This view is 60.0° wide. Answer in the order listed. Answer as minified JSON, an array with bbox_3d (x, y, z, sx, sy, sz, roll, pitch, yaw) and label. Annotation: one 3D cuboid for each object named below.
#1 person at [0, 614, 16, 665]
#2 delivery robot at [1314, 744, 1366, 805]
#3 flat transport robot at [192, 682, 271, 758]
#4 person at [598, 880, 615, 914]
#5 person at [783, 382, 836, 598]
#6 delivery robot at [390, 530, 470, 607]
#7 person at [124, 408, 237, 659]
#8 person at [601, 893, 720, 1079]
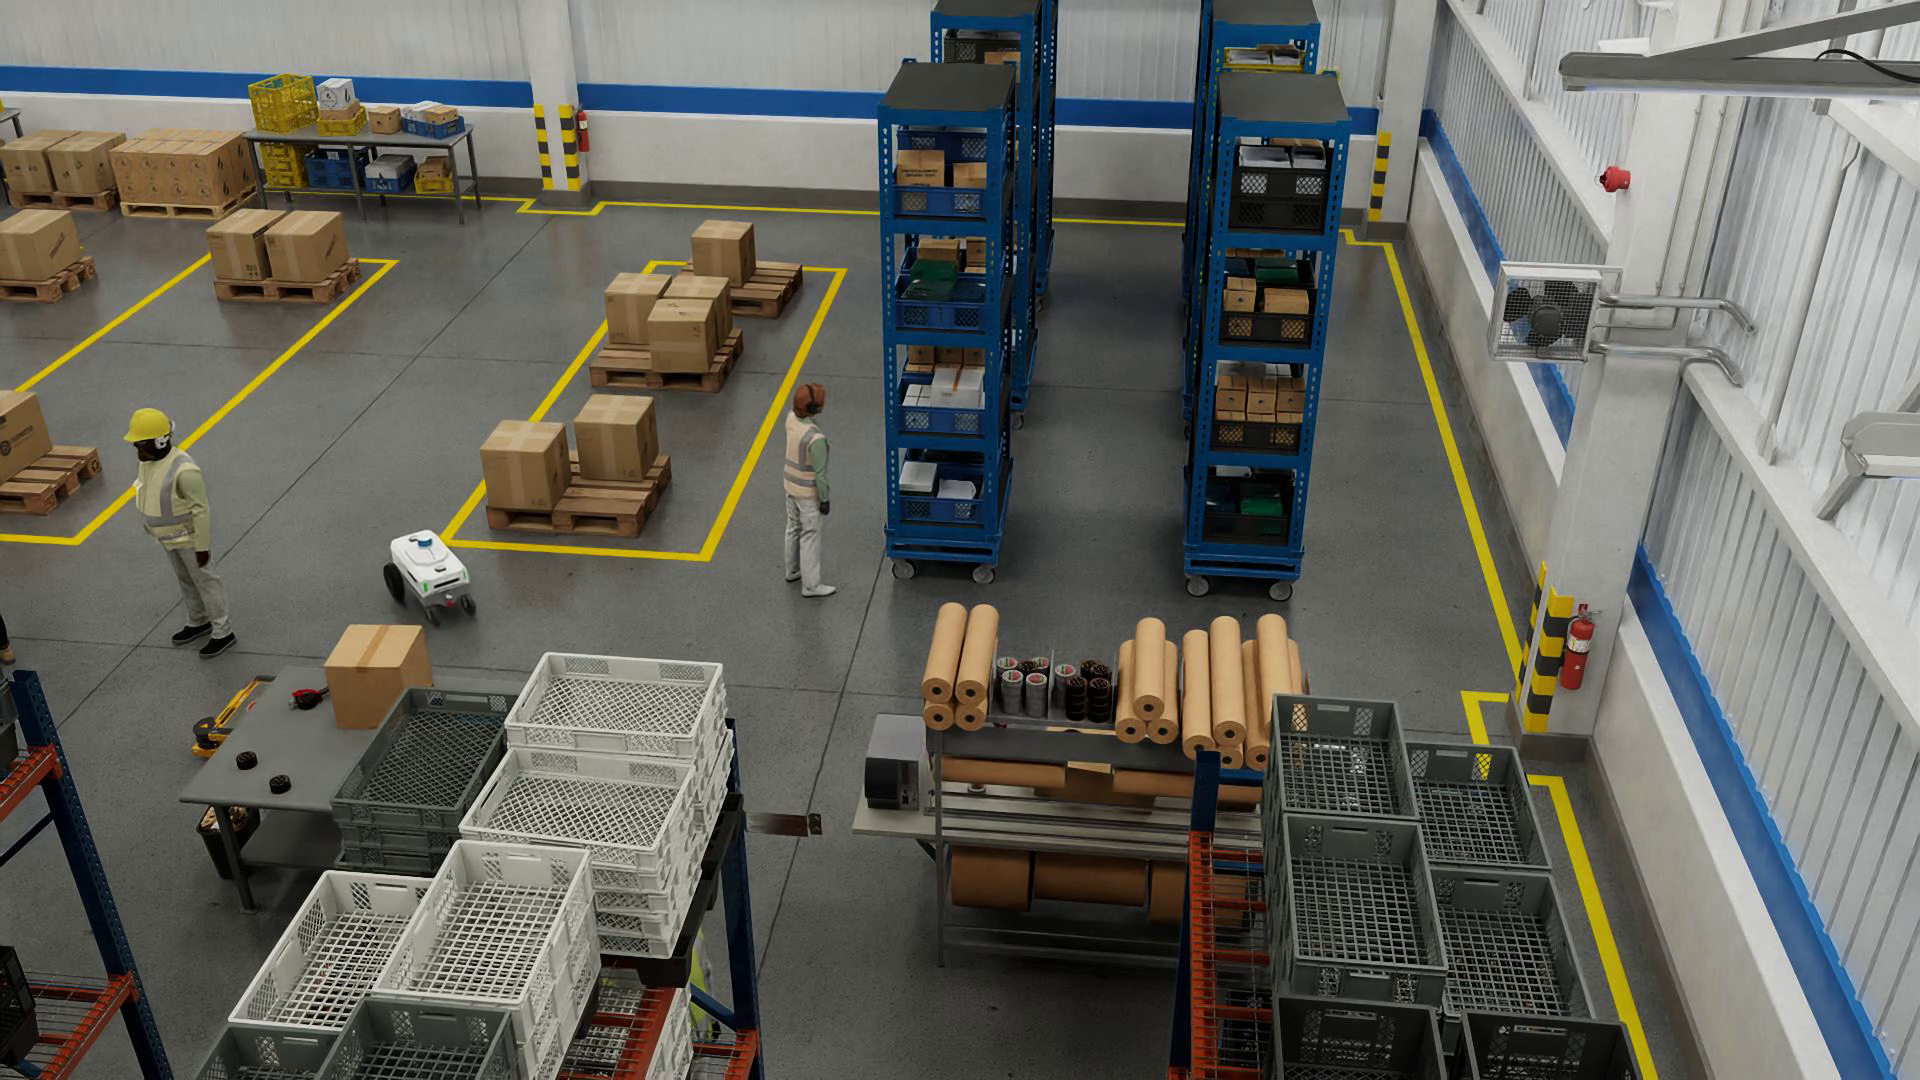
[{"bbox_3d":[-6.657,0.168,10.949,0.318,1.697,0.535,12,32,20],"label":"person"},{"bbox_3d":[2.263,1.455,9.777,0.477,0.478,0.707,-7,31,-11],"label":"delivery robot"},{"bbox_3d":[-4.089,1.163,10.648,1.431,0.197,0.652,3,30,6],"label":"flat transport robot"},{"bbox_3d":[-1.734,1.878,7.779,0.629,1.937,0.379,-6,31,-10],"label":"person"},{"bbox_3d":[-1.094,-0.366,11.936,0.326,1.630,0.521,-16,34,-26],"label":"person"},{"bbox_3d":[-3.813,0.188,11.954,0.477,0.478,0.707,-20,36,-30],"label":"delivery robot"},{"bbox_3d":[-5.262,-0.055,11.198,0.586,1.835,0.404,21,36,31],"label":"person"},{"bbox_3d":[-1.291,2.230,7.279,0.429,1.837,0.629,19,35,30],"label":"person"}]
